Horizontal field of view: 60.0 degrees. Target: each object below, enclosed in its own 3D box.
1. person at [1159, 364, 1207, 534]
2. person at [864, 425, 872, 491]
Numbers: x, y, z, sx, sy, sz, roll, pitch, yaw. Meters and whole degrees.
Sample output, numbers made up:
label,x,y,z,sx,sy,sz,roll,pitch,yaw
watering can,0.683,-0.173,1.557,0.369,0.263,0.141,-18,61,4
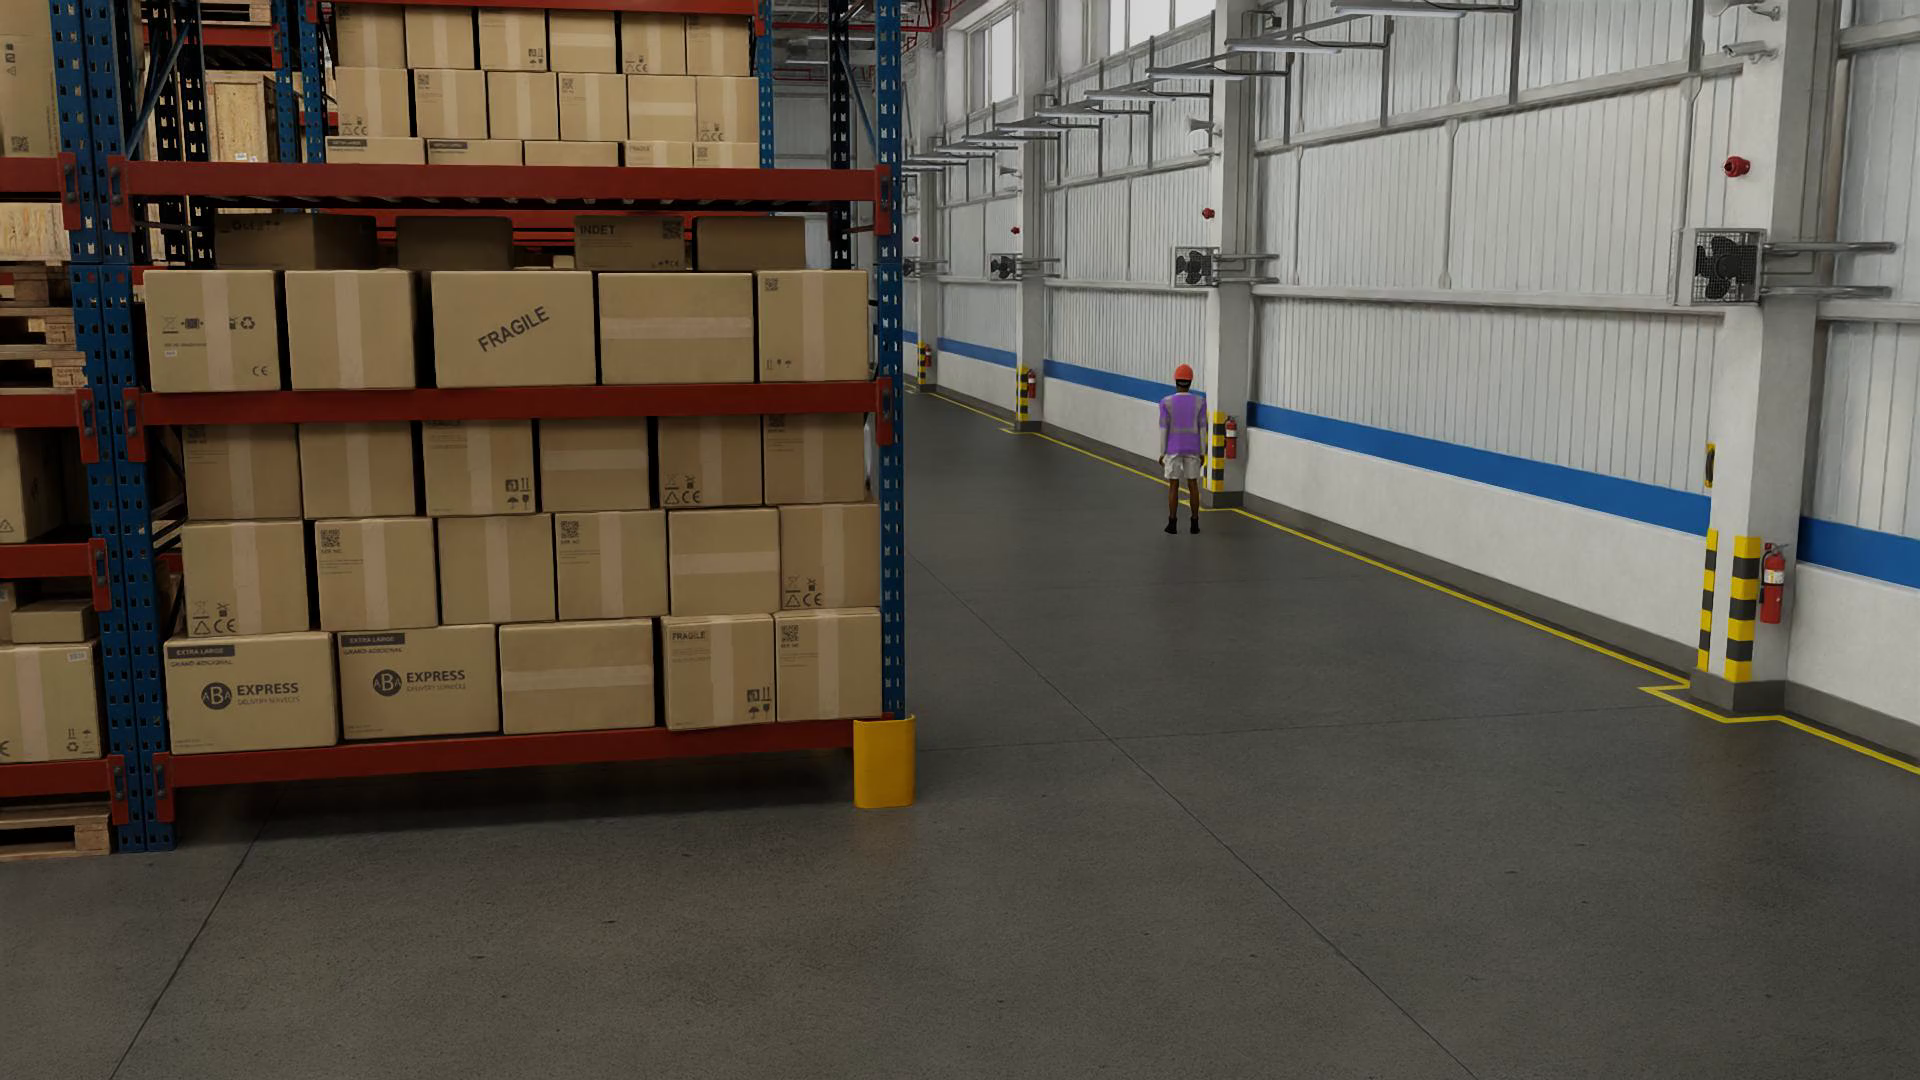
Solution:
label,x,y,z,sx,sy,sz,roll,pitch,yaw
person,2.529,-1.031,18.949,0.547,1.938,0.377,0,9,1
person,-1.228,-0.704,17.625,0.579,1.702,0.893,-1,9,-8
